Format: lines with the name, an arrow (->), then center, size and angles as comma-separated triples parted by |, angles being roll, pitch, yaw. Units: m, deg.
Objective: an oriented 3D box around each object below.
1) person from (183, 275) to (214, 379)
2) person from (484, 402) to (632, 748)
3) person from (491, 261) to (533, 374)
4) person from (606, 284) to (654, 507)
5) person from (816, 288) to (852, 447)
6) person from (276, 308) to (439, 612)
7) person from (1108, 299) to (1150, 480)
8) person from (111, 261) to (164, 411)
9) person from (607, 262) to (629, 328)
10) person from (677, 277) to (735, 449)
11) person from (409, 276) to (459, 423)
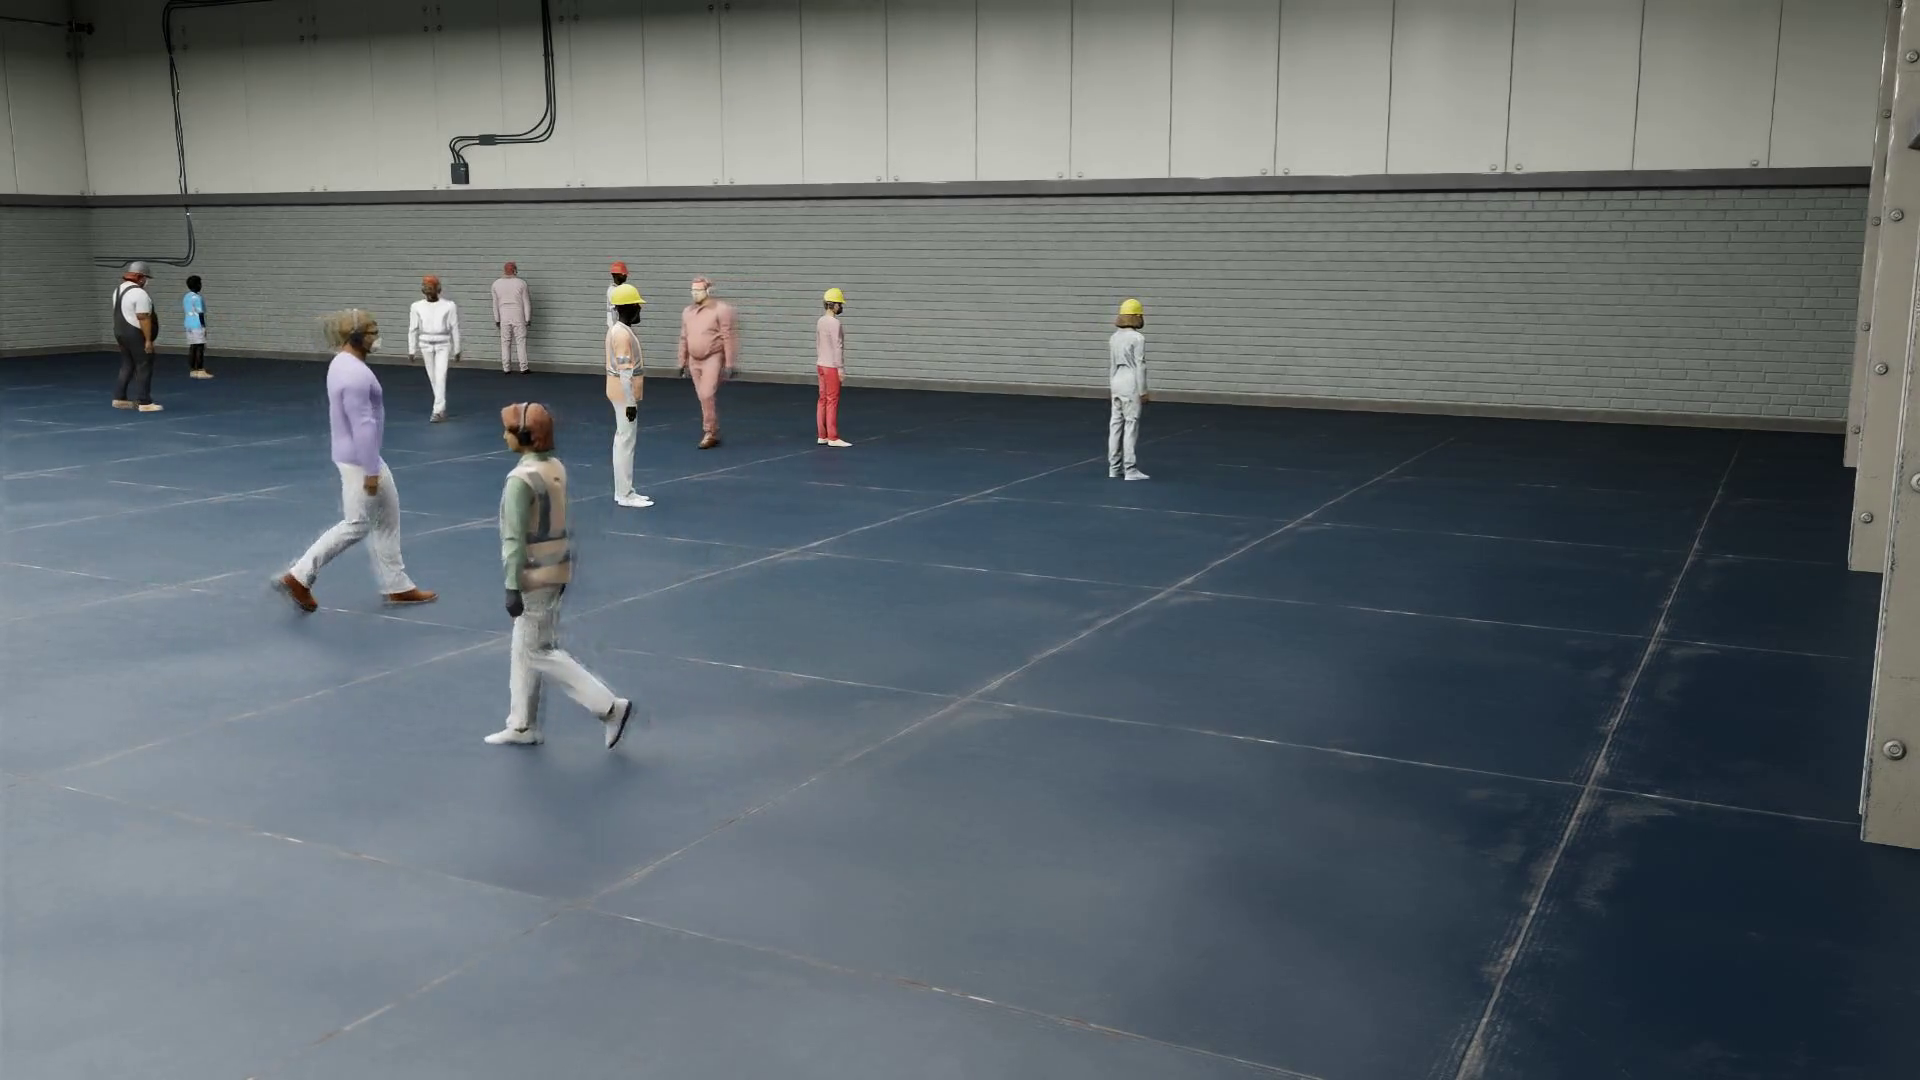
person -> -12.554, -3.499, 27.360 | 0.540, 1.695, 0.317 | 9, 14, 40
person -> -1.853, 0.181, 7.527 | 0.699, 1.618, 0.522 | 1, 10, 6
person -> -7.577, -3.758, 28.203 | 0.639, 1.908, 0.409 | 1, 10, 3
person -> -2.888, -1.251, 14.468 | 0.361, 1.930, 0.589 | -3, 11, -16
person -> -1.424, -1.918, 18.567 | 0.329, 1.763, 0.523 | -6, 12, -28
person -> -3.799, -0.483, 10.357 | 0.896, 1.910, 0.638 | -5, 11, -23
person -> 1.642, -1.453, 16.105 | 0.317, 1.742, 0.488 | -6, 12, -30
person -> -11.071, -2.747, 22.324 | 0.789, 2.000, 0.606 | 8, 13, 36
person -> -5.301, -3.354, 25.911 | 0.375, 1.939, 0.546 | 0, 10, 0
person -> -2.879, -1.948, 18.380 | 0.684, 1.882, 0.706 | 6, 12, 32
person -> -6.706, -2.439, 21.222 | 0.594, 1.837, 0.999 | -1, 10, -4
